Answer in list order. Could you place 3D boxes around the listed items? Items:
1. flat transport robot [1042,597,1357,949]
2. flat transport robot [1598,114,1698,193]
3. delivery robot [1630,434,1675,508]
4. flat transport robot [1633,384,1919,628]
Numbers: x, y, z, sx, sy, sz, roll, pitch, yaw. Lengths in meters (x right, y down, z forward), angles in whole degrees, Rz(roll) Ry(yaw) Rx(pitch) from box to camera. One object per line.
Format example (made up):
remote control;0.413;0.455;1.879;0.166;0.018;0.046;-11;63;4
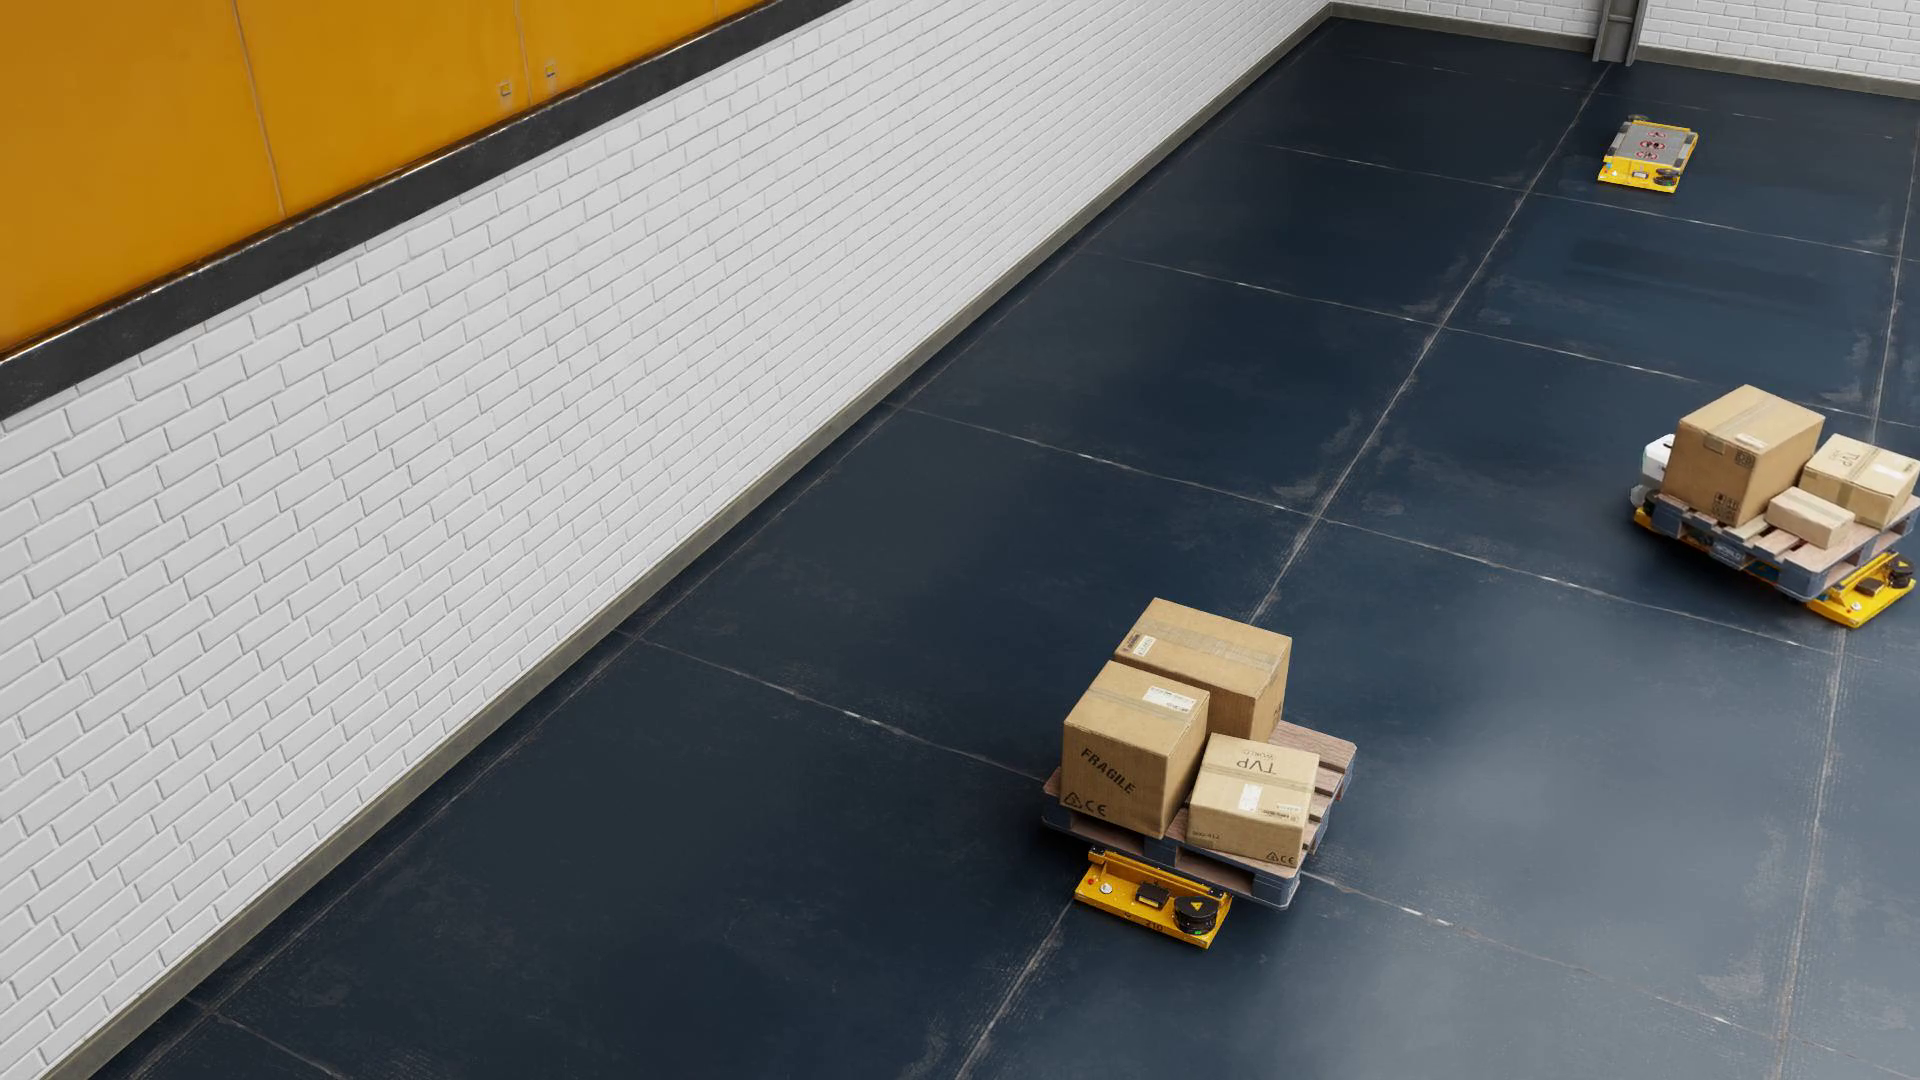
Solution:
flat transport robot;1.147;1.328;8.002;0.659;0.231;1.431;17;37;23
flat transport robot;6.331;-3.546;15.253;0.659;0.231;1.431;17;37;23
delivery robot;4.576;-0.322;10.217;0.499;0.614;0.804;-23;40;-30
flat transport robot;4.860;0.019;9.950;0.659;0.231;1.431;-23;40;-31
